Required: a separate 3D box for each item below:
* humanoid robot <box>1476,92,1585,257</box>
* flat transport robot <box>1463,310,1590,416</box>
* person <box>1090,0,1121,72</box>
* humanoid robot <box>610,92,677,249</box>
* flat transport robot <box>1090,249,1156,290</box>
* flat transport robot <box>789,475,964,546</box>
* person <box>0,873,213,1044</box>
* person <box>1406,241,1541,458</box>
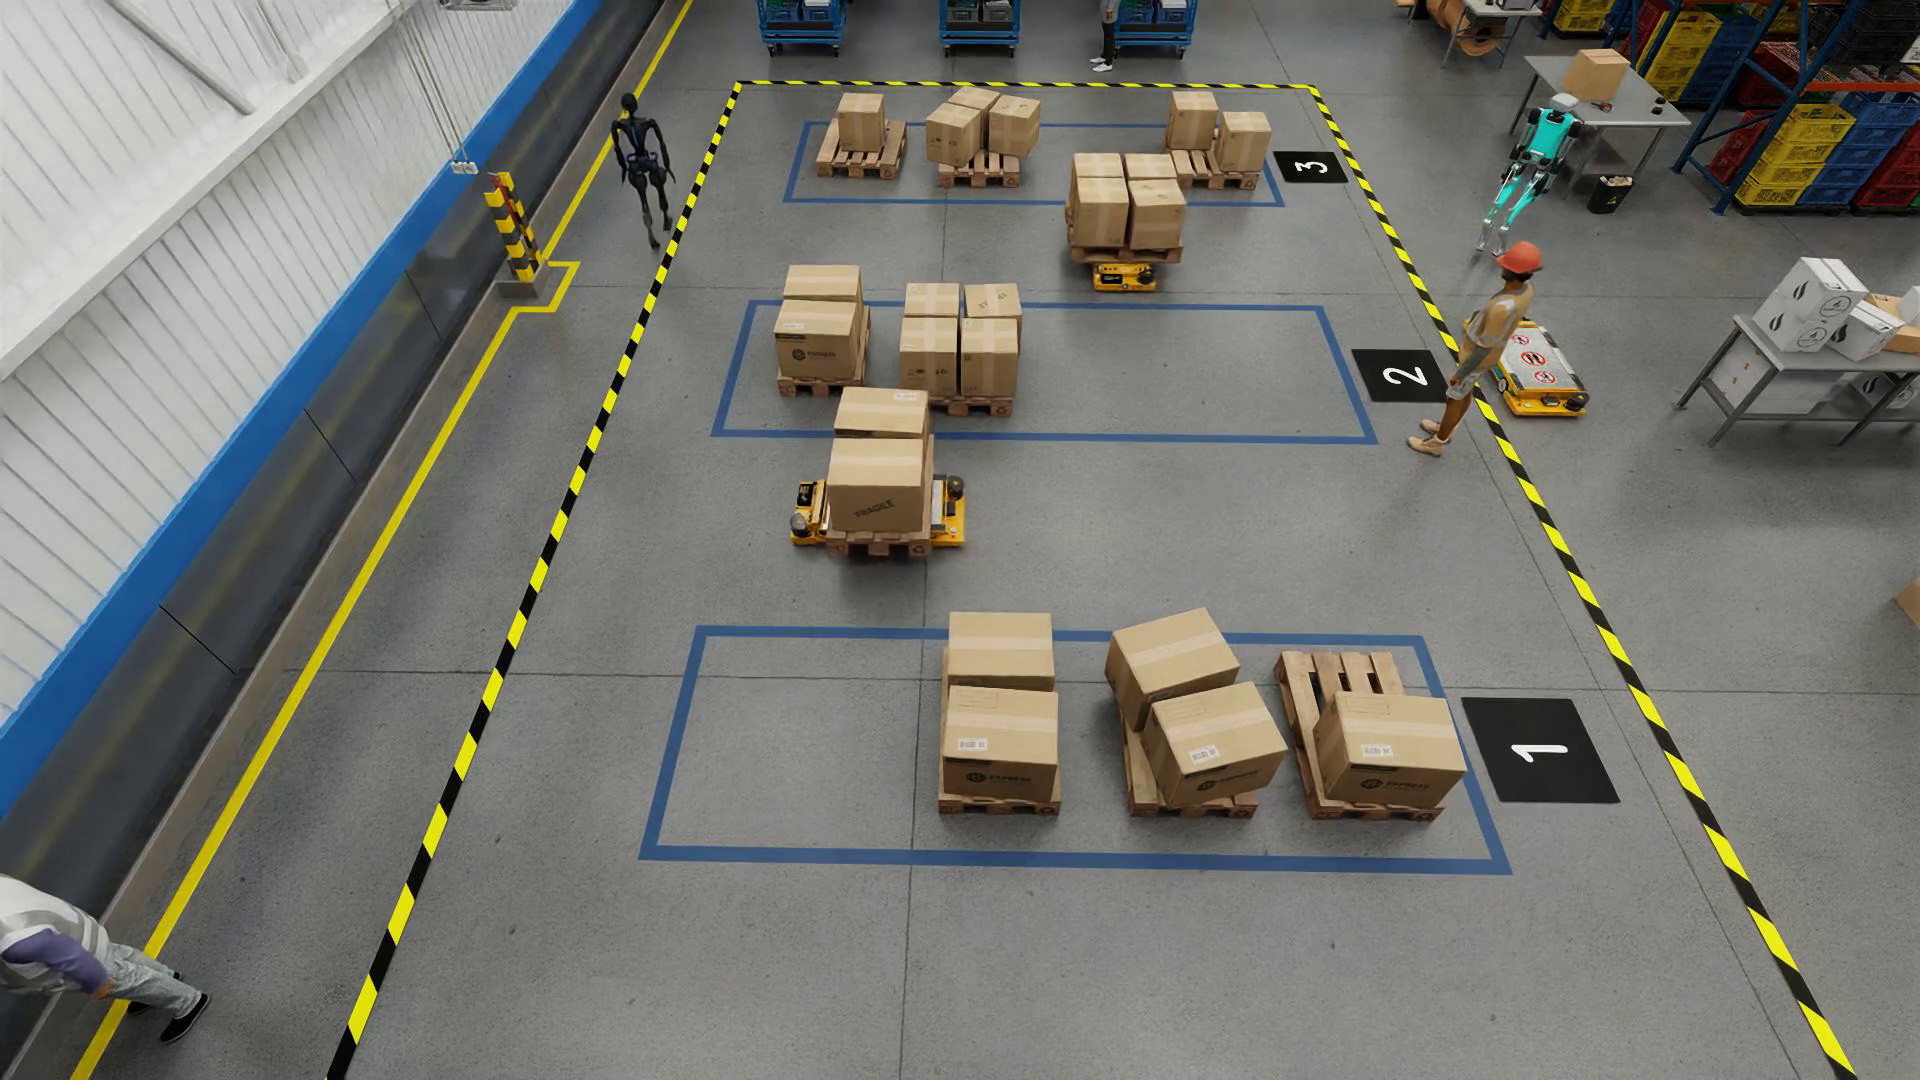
[{"bbox_3d":[5.967,-3.810,9.771,0.735,1.677,0.533,-35,58,-26],"label":"humanoid robot"},{"bbox_3d":[5.573,-1.757,9.054,0.659,0.231,1.431,1,49,1],"label":"flat transport robot"},{"bbox_3d":[2.122,-7.764,13.207,0.395,1.849,0.596,0,49,0],"label":"person"},{"bbox_3d":[-3.497,-4.093,10.176,0.603,1.651,0.735,-7,49,-6],"label":"humanoid robot"},{"bbox_3d":[1.807,-3.318,10.387,0.652,0.197,1.431,1,49,1],"label":"flat transport robot"},{"bbox_3d":[-0.683,-0.264,7.743,1.431,0.197,0.652,1,49,1],"label":"flat transport robot"},{"bbox_3d":[-4.567,2.119,4.660,0.599,1.836,0.404,24,53,19],"label":"person"},{"bbox_3d":[4.331,-1.563,7.715,0.372,2.040,0.614,35,58,26],"label":"person"}]
